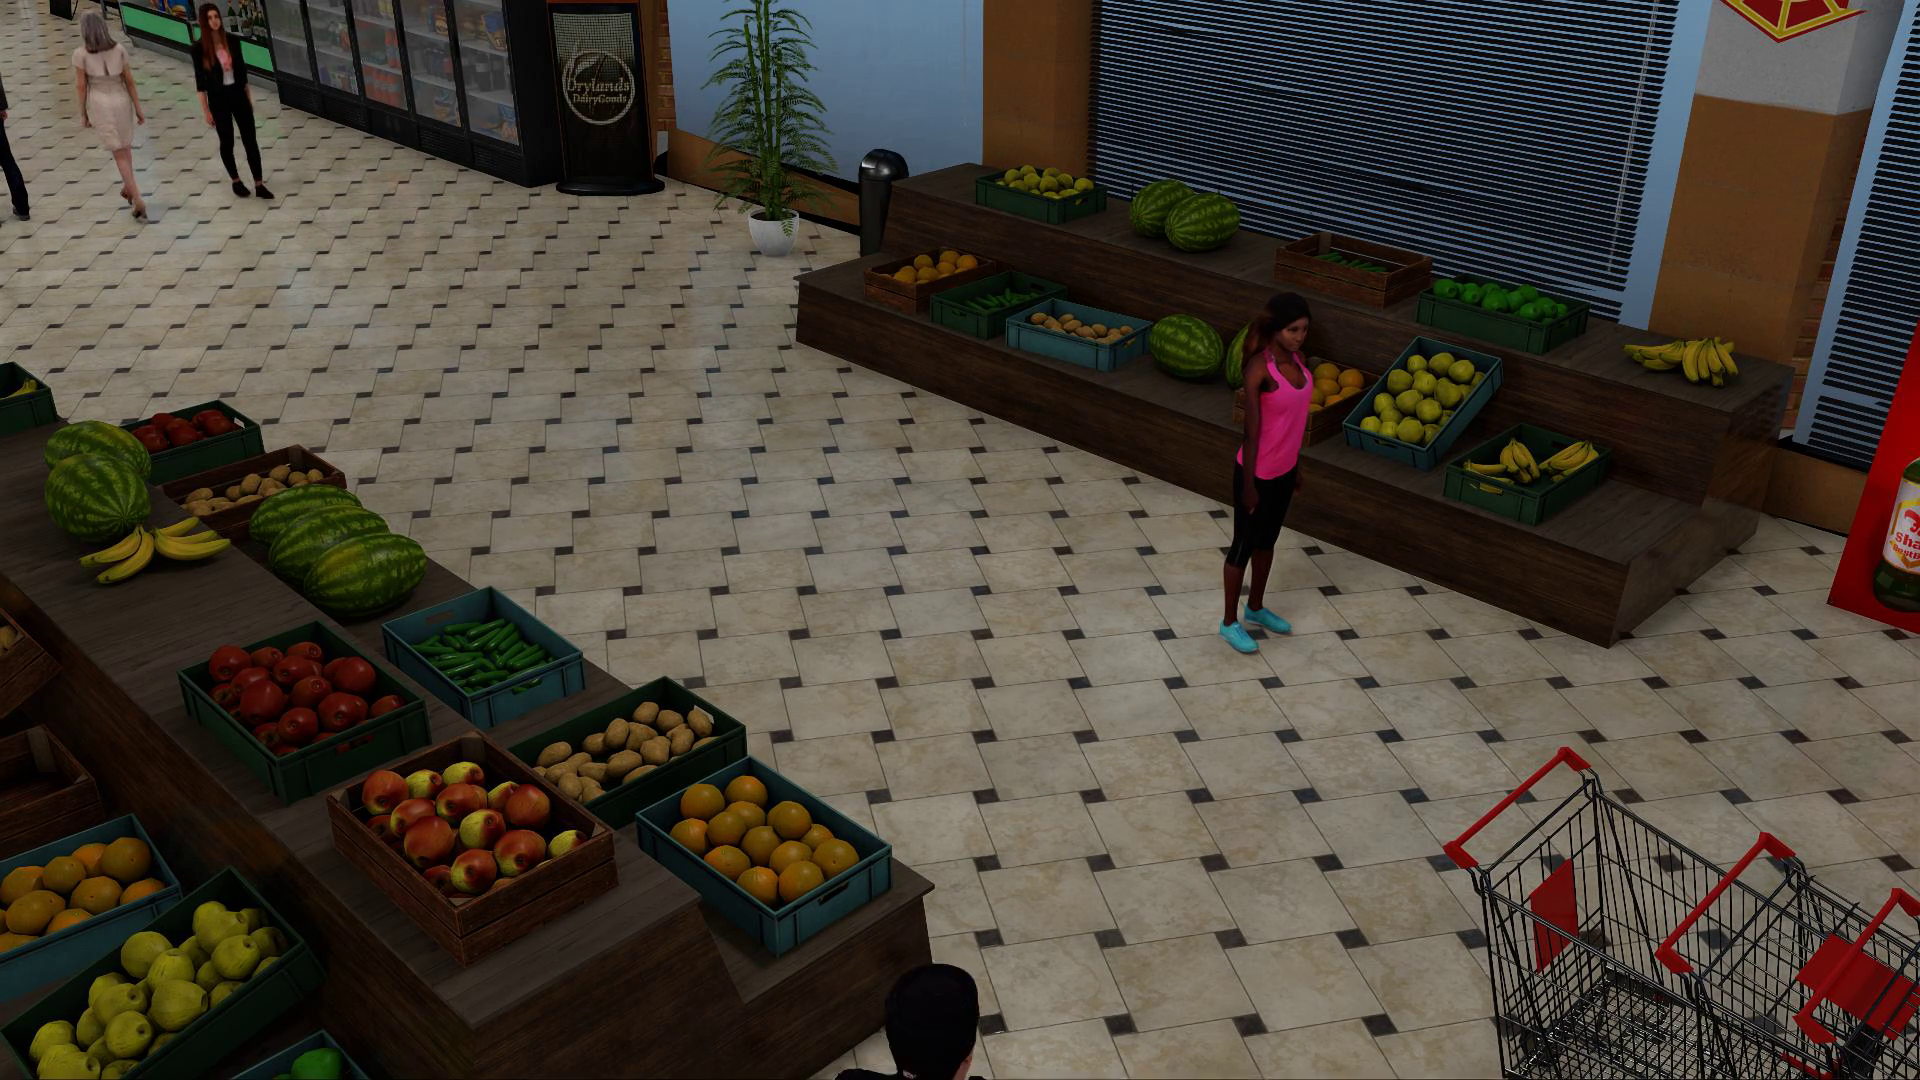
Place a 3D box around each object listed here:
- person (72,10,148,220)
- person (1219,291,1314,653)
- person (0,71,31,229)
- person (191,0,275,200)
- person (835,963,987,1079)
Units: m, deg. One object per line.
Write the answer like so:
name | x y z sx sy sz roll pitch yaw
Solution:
person | -7.147 -3.555 14.082 0.647 1.692 1.053 -22 34 -36
person | 1.409 -0.325 7.676 0.562 1.725 0.554 -22 34 -37
person | -8.220 -3.570 13.910 0.672 1.876 0.728 16 31 29
person | -6.517 -3.881 14.727 0.679 1.691 0.883 -21 34 -35
person | -0.131 1.765 3.676 1.193 1.617 1.043 12 29 23
